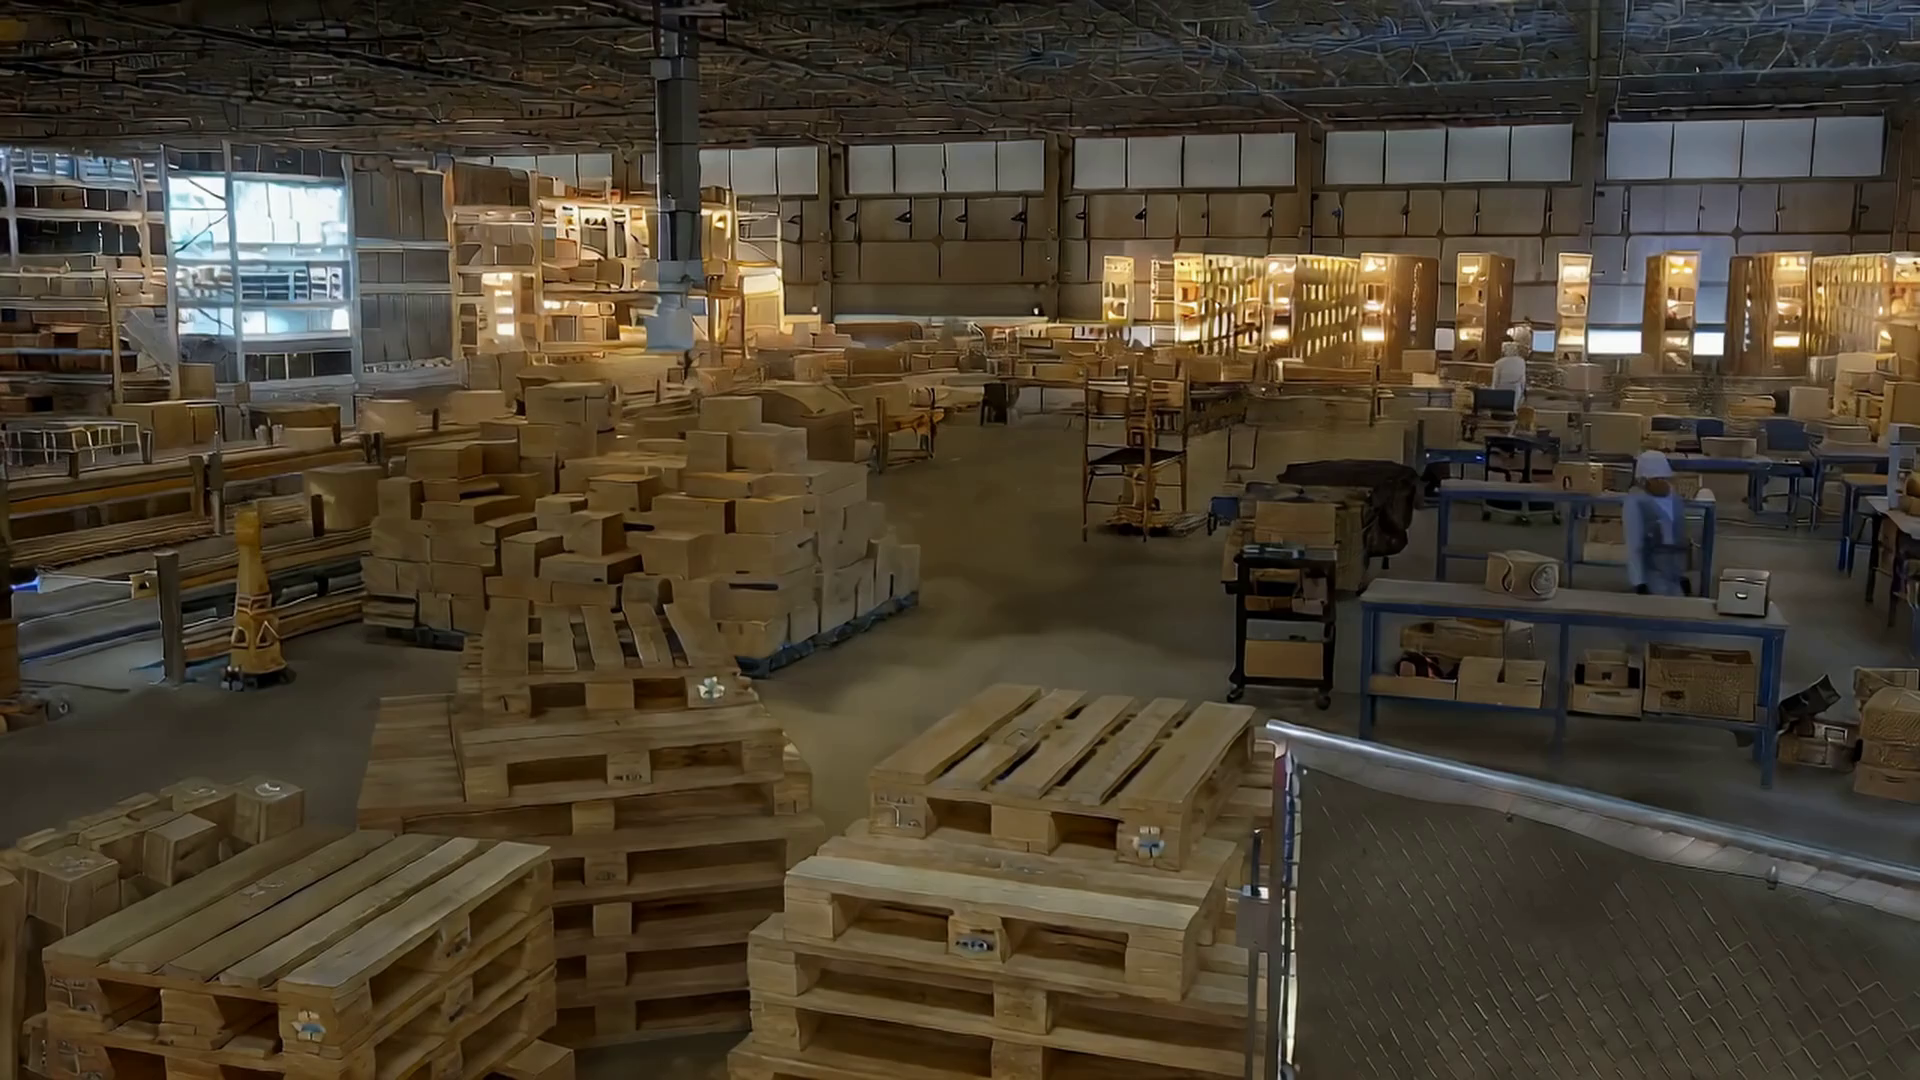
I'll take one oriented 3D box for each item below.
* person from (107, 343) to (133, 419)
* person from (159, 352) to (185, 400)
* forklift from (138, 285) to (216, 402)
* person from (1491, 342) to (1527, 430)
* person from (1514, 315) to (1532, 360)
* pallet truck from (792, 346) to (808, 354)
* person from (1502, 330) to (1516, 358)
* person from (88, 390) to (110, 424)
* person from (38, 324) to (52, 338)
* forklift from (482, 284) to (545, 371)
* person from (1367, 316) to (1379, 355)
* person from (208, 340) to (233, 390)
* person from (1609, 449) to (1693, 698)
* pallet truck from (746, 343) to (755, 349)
[{"bbox_3d":[-14.320,-2.418,28.287,0.399,1.925,0.542,4,10,25],"label":"person"},{"bbox_3d":[-14.877,-2.762,31.378,0.512,1.614,0.556,1,9,7],"label":"person"},{"bbox_3d":[-17.480,-4.200,36.461,1.873,2.768,1.129,3,10,19],"label":"forklift"},{"bbox_3d":[9.418,-2.465,28.661,0.636,1.900,0.398,-3,9,-16],"label":"person"},{"bbox_3d":[16.940,-5.837,50.020,0.592,1.833,0.404,-2,9,-12],"label":"person"},{"bbox_3d":[-3.705,-4.298,42.022,0.653,1.274,1.630,3,10,20],"label":"pallet truck"},{"bbox_3d":[13.102,-4.126,39.627,0.903,1.724,0.535,4,10,22],"label":"person"},{"bbox_3d":[-14.047,-2.052,26.913,0.524,1.608,0.669,6,11,31],"label":"person"},{"bbox_3d":[-25.172,-5.085,45.721,0.322,1.697,0.536,6,11,33],"label":"person"},{"bbox_3d":[-10.832,-4.702,39.610,1.129,2.768,1.873,3,10,20],"label":"forklift"},{"bbox_3d":[12.636,-6.028,50.711,0.623,1.992,0.396,-9,12,-43],"label":"person"},{"bbox_3d":[-19.652,-4.840,44.092,0.547,1.712,0.895,3,9,15],"label":"person"},{"bbox_3d":[5.017,0.230,12.044,0.617,1.792,0.697,-5,10,-29],"label":"person"},{"bbox_3d":[-6.183,-4.618,44.264,1.601,1.201,0.680,-9,12,-43],"label":"pallet truck"}]
